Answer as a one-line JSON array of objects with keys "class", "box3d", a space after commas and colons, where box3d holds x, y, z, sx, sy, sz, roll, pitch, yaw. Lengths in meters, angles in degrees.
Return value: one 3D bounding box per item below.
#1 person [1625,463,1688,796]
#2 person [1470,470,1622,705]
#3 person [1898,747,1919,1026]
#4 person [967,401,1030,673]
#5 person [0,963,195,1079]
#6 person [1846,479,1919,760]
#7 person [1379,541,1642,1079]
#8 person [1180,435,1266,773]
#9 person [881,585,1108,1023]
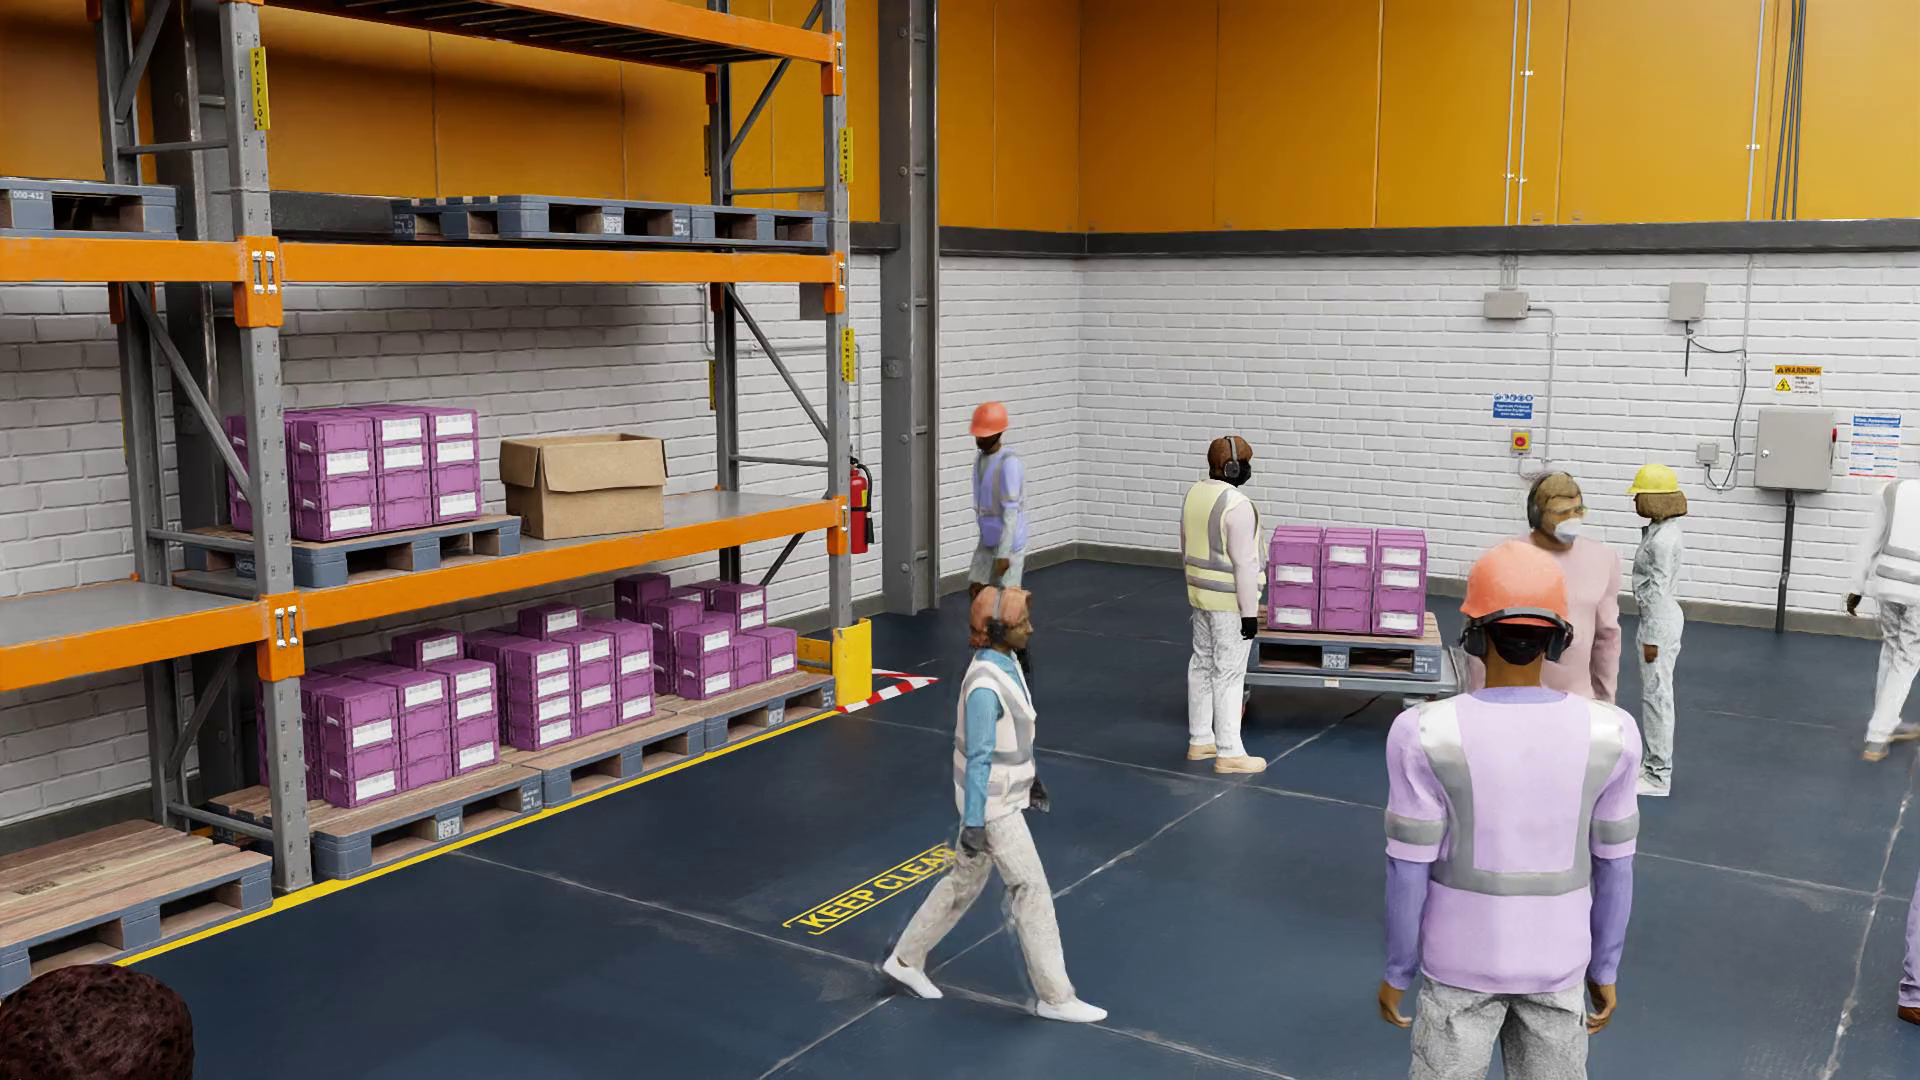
[{"class": "person", "box3d": [3.607, 0.463, 8.696, 0.320, 1.738, 0.485, 4, 10, 23]}, {"class": "person", "box3d": [2.381, 0.652, 6.868, 0.640, 1.921, 0.562, -2, 9, -11]}, {"class": "person", "box3d": [3.630, 0.817, 5.892, 0.398, 1.900, 0.636, 8, 12, 40]}, {"class": "person", "box3d": [0.257, 0.006, 11.153, 0.575, 1.889, 0.567, -5, 10, -31]}, {"class": "person", "box3d": [-0.895, 1.407, 1.970, 0.379, 1.916, 0.591, -4, 10, -23]}, {"class": "person", "box3d": [5.384, 0.310, 9.316, 0.731, 1.849, 0.669, -5, 10, -31]}, {"class": "person", "box3d": [1.324, 1.018, 4.095, 0.606, 2.044, 0.373, 0, 9, 0]}, {"class": "person", "box3d": [1.457, 0.346, 9.115, 0.429, 1.842, 0.633, -3, 9, -21]}, {"class": "person", "box3d": [0.097, 0.941, 6.023, 0.824, 1.602, 0.512, 1, 9, 4]}]
